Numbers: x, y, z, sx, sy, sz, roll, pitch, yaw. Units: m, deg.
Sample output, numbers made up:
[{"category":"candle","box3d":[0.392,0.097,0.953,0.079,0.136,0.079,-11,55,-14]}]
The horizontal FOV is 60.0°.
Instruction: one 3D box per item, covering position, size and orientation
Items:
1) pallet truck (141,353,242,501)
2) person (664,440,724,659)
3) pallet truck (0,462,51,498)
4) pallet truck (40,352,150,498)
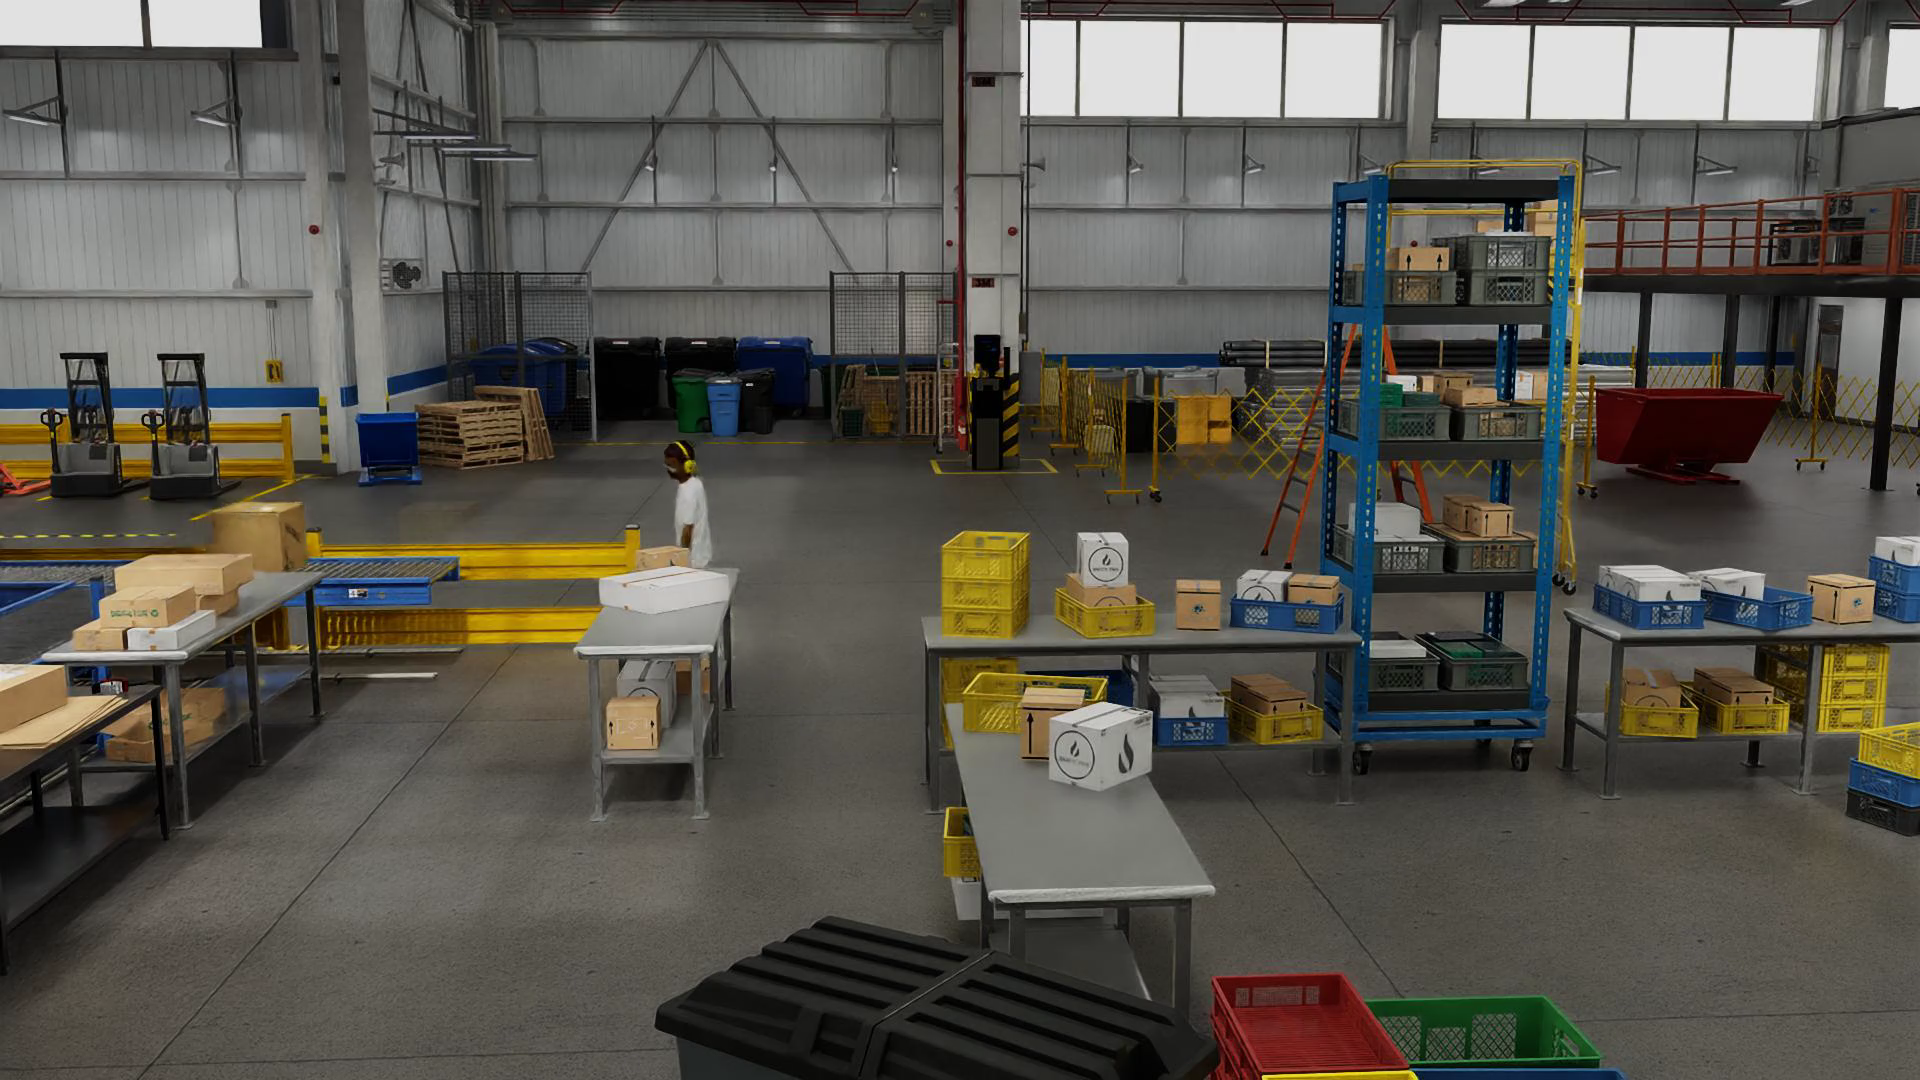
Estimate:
[{"category":"pallet truck","box3d":[-10.520,-1.604,22.925,0.823,1.965,1.885,-1,9,-6]},{"category":"person","box3d":[-2.018,0.164,12.334,0.379,1.835,0.579,-2,9,-11]},{"category":"pallet truck","box3d":[-13.193,-1.293,23.148,0.653,1.274,1.630,-1,9,-4]},{"category":"pallet truck","box3d":[-11.907,-1.642,23.165,0.823,1.965,1.885,0,9,0]}]
